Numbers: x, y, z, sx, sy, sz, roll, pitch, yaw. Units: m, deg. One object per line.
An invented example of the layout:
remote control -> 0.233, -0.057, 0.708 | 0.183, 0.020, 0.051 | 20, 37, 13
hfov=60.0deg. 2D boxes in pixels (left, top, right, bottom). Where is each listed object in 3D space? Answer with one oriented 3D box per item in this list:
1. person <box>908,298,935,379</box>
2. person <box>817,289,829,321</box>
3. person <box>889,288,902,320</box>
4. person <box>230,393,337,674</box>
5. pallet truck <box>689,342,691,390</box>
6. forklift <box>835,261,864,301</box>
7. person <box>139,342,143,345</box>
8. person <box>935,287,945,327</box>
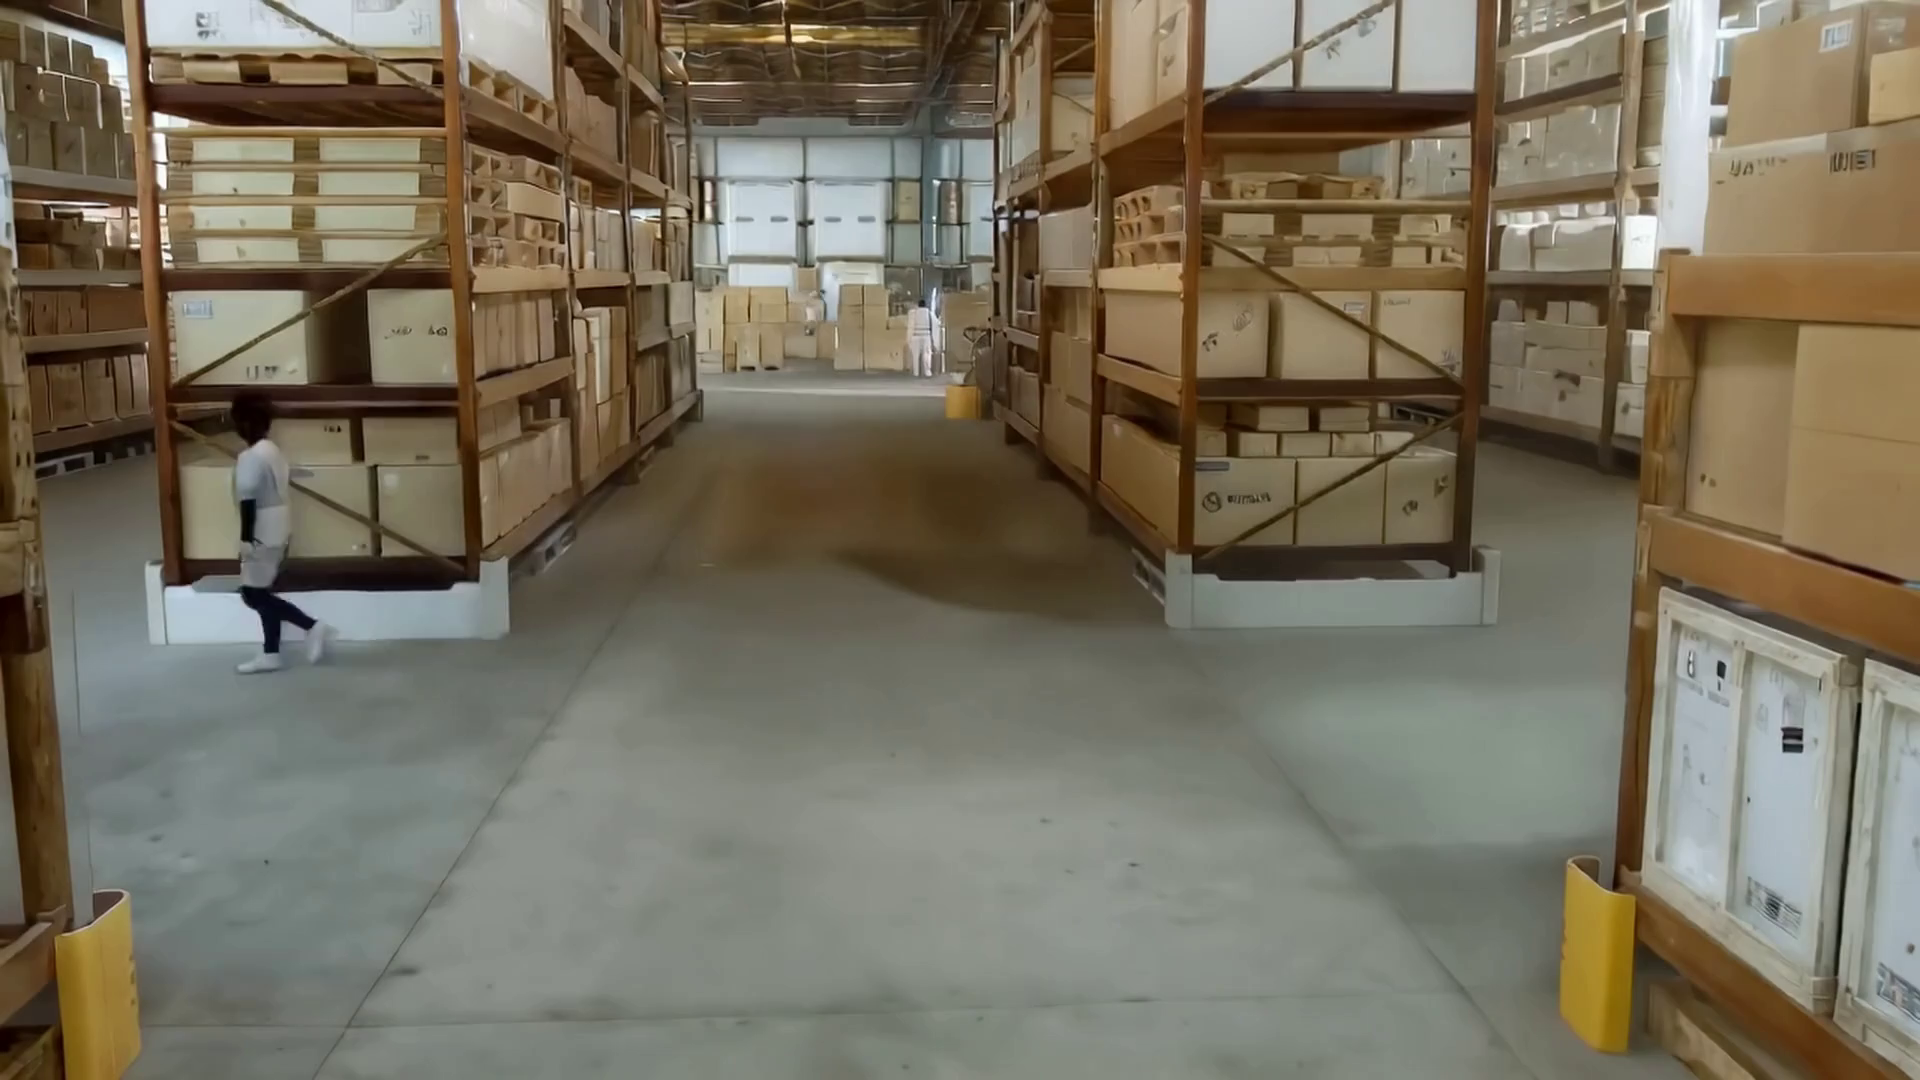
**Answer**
person -> -0.888, -4.590, 37.904 | 0.626, 1.844, 0.429 | -2, 9, -11
person -> -4.427, -7.245, 54.329 | 0.599, 1.919, 0.625 | -1, 9, -6
person -> -2.311, -7.827, 57.971 | 0.637, 1.929, 0.368 | 3, 10, 20
person -> -3.994, -0.026, 9.738 | 0.529, 1.678, 0.537 | -1, 9, -9
pallet truck -> -5.225, -3.008, 27.480 | 1.885, 1.965, 0.823 | 2, 9, 14
forklift -> -3.567, -7.643, 53.820 | 1.129, 2.768, 1.873 | -1, 9, -4
person -> -23.267, -6.113, 47.400 | 0.517, 1.865, 0.328 | 1, 9, 7
person -> -0.642, -8.310, 60.991 | 0.585, 1.928, 0.368 | -1, 9, -5
